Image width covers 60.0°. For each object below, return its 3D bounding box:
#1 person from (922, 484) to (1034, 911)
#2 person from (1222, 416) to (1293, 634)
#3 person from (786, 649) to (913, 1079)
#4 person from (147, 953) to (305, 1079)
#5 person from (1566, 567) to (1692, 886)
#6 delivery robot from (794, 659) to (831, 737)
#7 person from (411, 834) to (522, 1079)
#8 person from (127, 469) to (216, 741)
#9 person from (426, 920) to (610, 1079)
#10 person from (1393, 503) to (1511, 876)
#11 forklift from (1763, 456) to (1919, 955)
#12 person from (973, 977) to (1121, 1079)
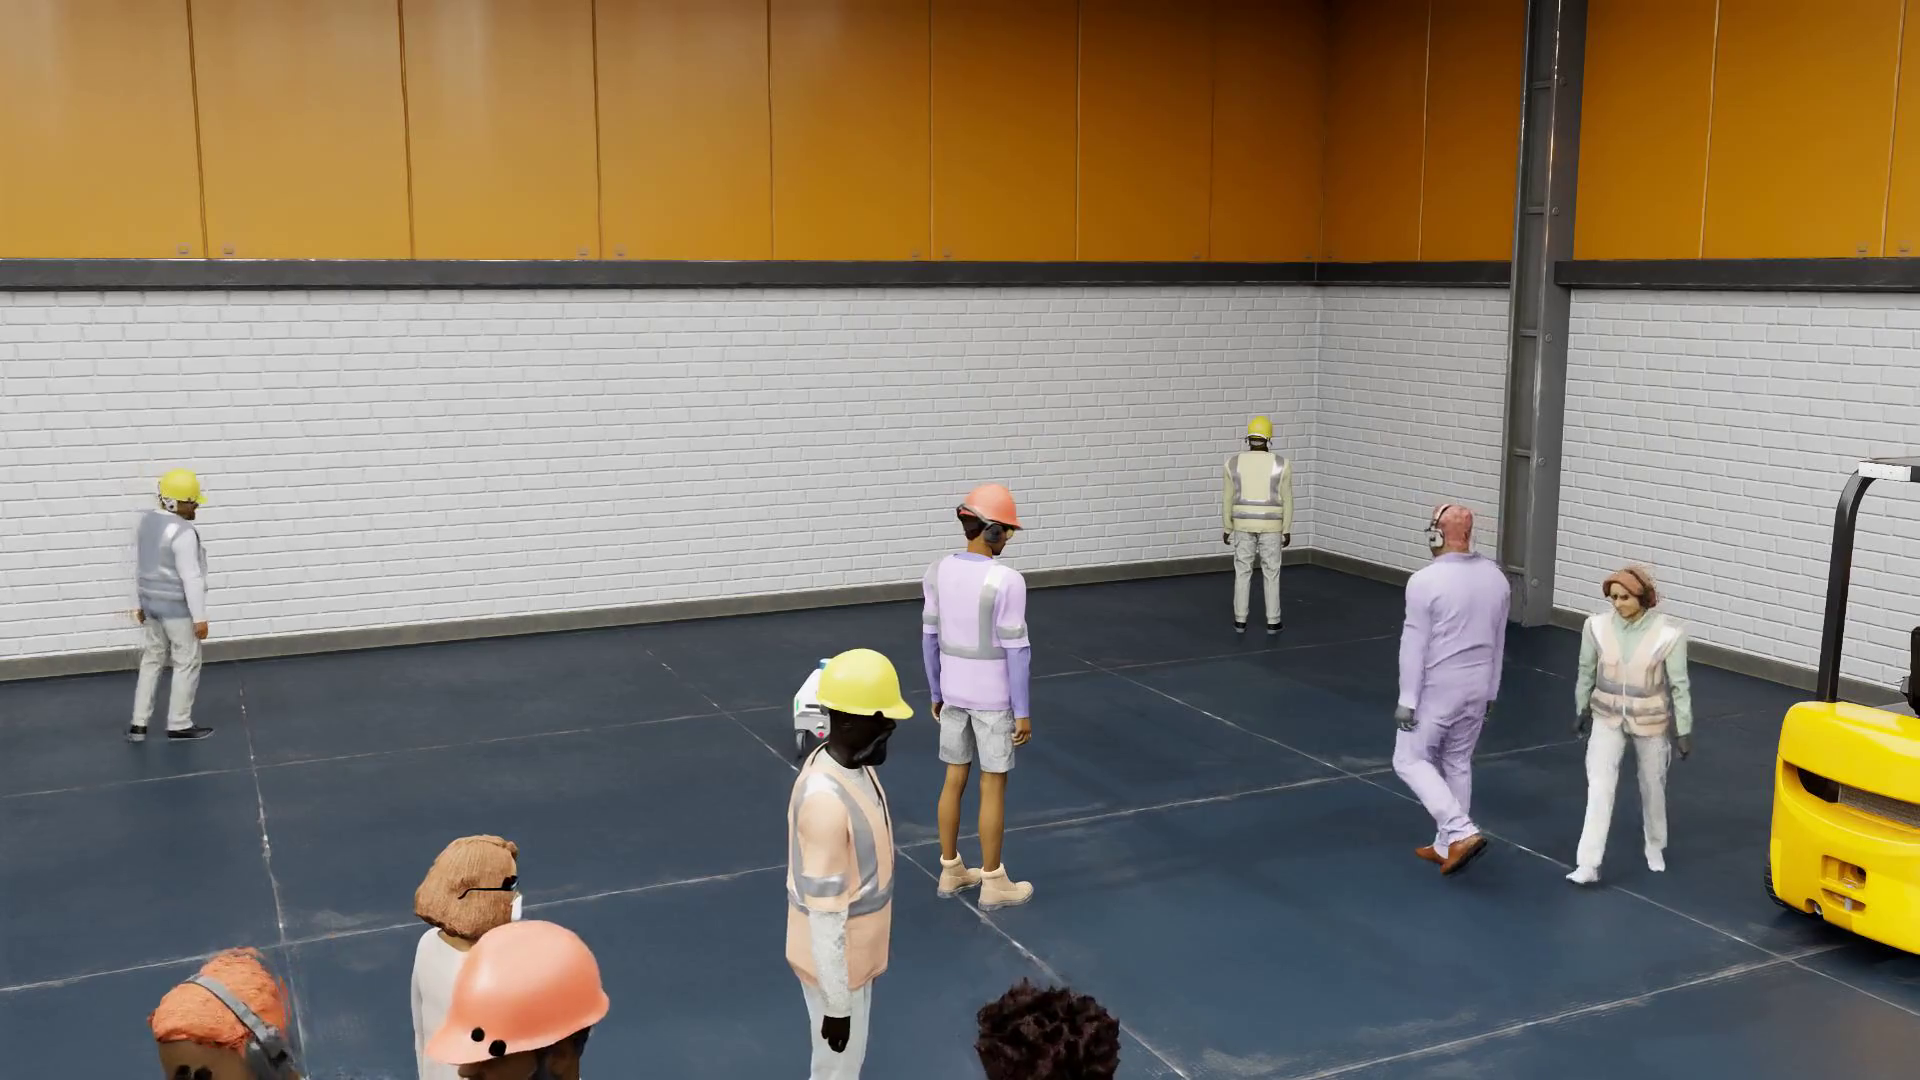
[{"bbox_3d":[0.112,0.743,7.989,0.614,2.029,0.402,8,12,41],"label":"person"},{"bbox_3d":[2.502,-0.124,13.976,0.587,1.835,0.404,3,10,18],"label":"person"},{"bbox_3d":[-0.331,1.269,5.082,0.388,1.919,0.584,0,9,3],"label":"person"},{"bbox_3d":[-1.177,1.620,3.114,0.641,1.850,0.829,-2,9,-10],"label":"person"},{"bbox_3d":[3.309,0.920,8.236,0.584,1.580,0.853,7,11,36],"label":"person"},{"bbox_3d":[-0.840,1.004,10.643,0.477,0.478,0.707,1,9,5],"label":"delivery robot"},{"bbox_3d":[-1.222,1.545,4.243,0.285,1.632,0.499,-7,12,-38],"label":"person"},{"bbox_3d":[-5.119,0.430,10.717,0.711,1.790,0.489,6,11,35],"label":"person"},{"bbox_3d":[-0.732,1.598,2.970,0.364,1.938,0.543,-8,12,-40],"label":"person"},{"bbox_3d":[2.469,0.762,8.306,0.651,1.888,0.503,-5,11,-30],"label":"person"},{"bbox_3d":[4.857,0.731,7.561,2.313,2.155,1.214,-4,10,-25],"label":"forklift"},{"bbox_3d":[0.120,1.643,2.767,0.608,1.904,1.006,-6,11,-32],"label":"person"}]
